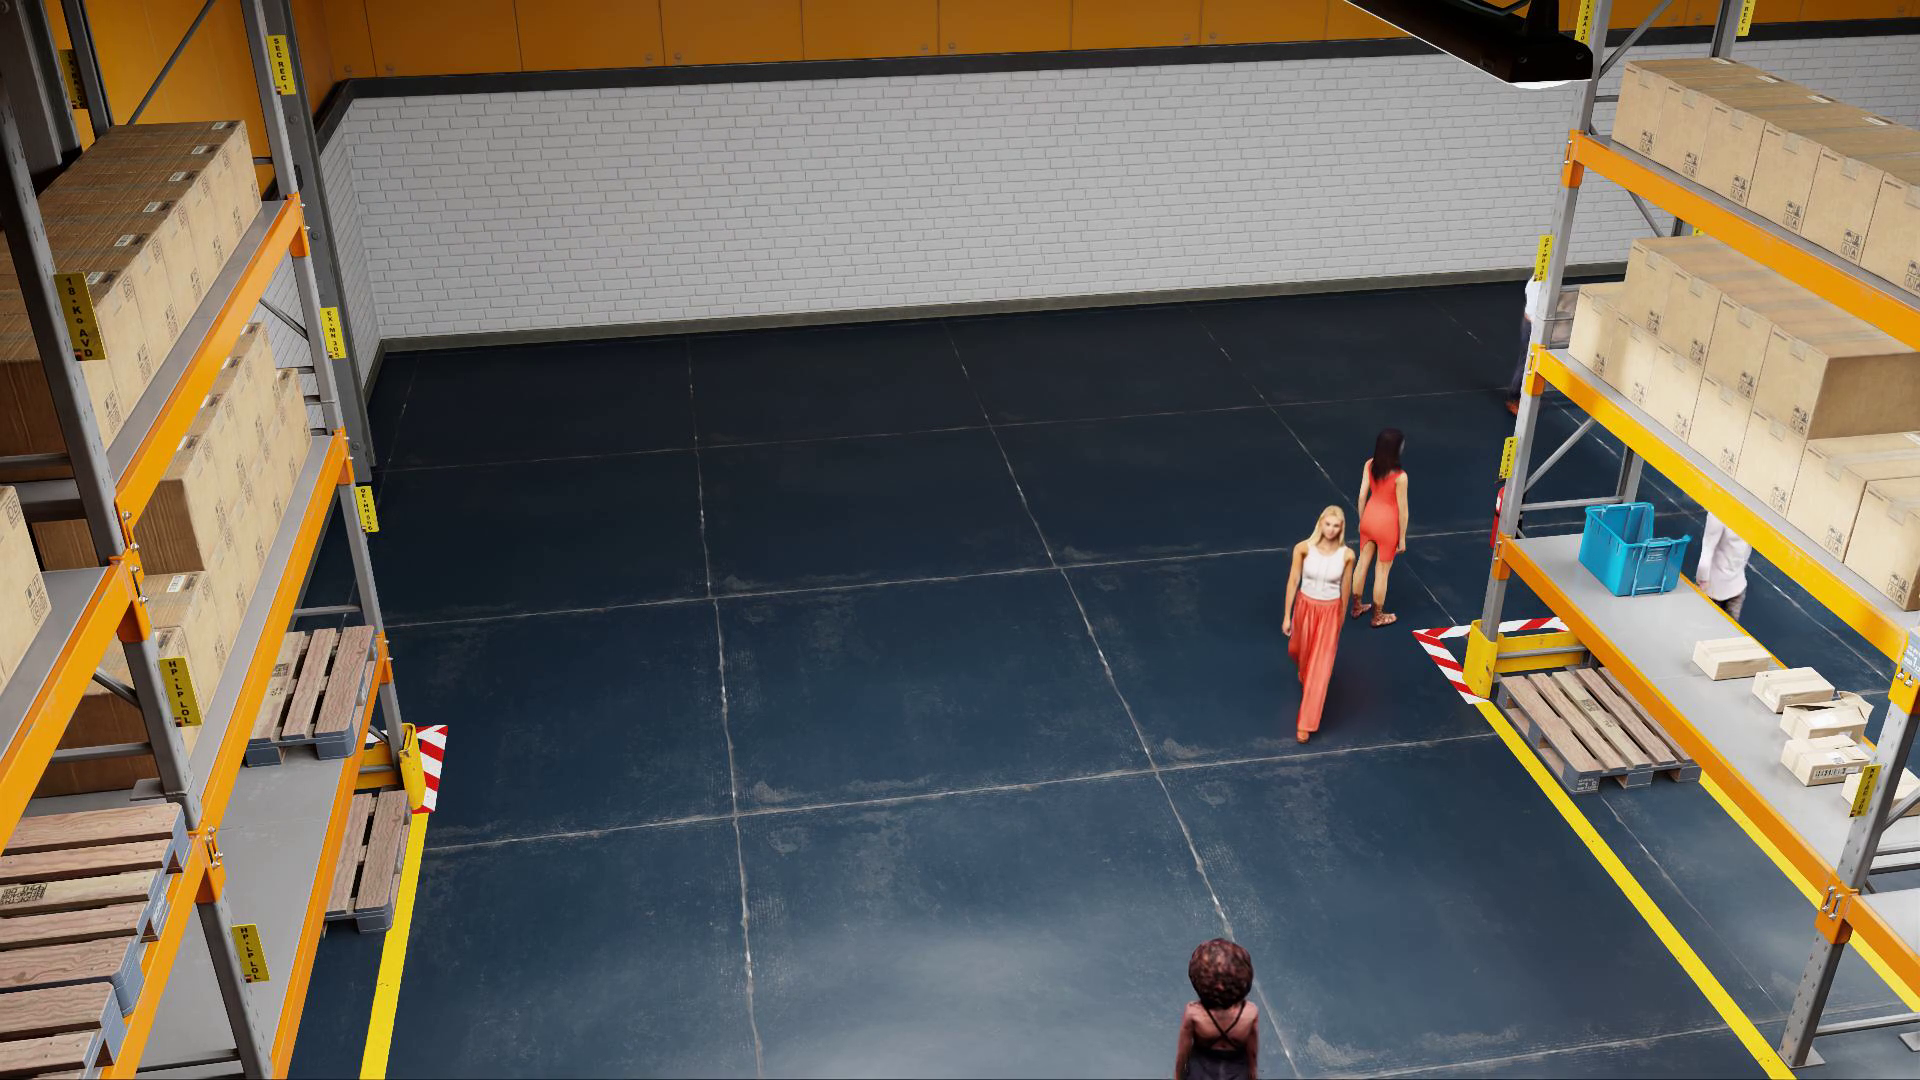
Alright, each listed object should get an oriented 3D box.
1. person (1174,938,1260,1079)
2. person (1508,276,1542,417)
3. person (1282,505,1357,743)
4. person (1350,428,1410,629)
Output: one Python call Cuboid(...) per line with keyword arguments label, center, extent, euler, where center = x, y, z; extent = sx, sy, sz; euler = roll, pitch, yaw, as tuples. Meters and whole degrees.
Cuboid(label="person", center=(1.265, 2.740, 8.088), extent=(0.625, 1.777, 0.691), euler=(0, 29, 0))
Cuboid(label="person", center=(5.909, -2.177, 17.124), extent=(0.919, 1.755, 0.818), euler=(9, 30, 16))
Cuboid(label="person", center=(2.604, 0.515, 12.174), extent=(0.983, 1.769, 1.252), euler=(9, 30, 16))
Cuboid(label="person", center=(3.375, -0.103, 13.361), extent=(0.727, 1.719, 0.613), euler=(-23, 36, -35))
